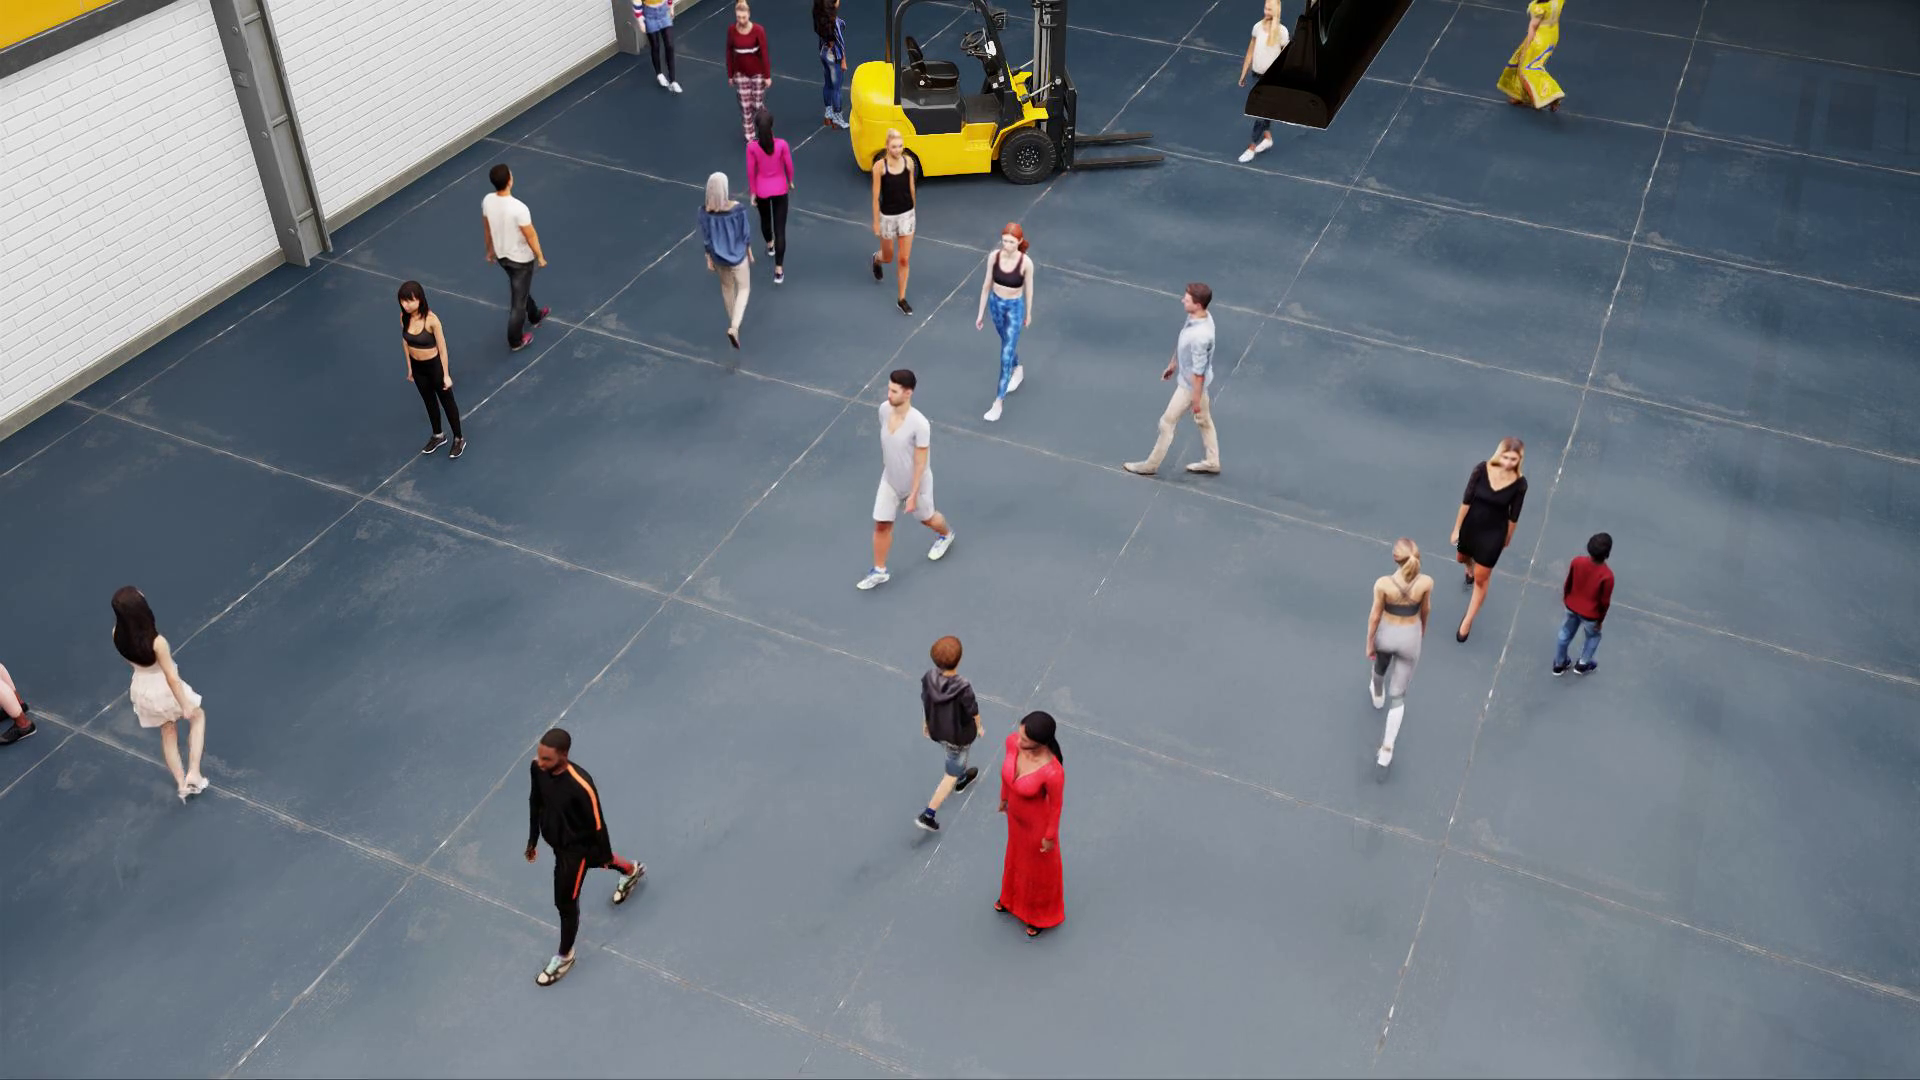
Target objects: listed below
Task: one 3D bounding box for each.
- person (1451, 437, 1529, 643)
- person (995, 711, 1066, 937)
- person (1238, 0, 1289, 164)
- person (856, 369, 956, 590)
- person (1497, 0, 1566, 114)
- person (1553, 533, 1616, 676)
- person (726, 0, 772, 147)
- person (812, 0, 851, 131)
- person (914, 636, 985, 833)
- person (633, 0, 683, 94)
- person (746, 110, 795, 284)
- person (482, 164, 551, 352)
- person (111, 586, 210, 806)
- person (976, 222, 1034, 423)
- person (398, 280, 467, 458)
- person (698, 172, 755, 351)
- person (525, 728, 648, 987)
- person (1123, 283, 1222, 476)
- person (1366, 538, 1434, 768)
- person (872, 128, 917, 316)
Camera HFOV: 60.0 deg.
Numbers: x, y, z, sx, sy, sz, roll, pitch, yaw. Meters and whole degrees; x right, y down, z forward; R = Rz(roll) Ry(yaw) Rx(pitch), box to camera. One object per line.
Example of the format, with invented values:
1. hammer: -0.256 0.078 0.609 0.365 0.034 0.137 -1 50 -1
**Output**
1. person: 3.842 -0.090 12.191 0.641 1.650 1.027 20 43 23
2. person: 0.439 1.660 9.897 0.724 1.789 0.716 -29 47 -31
3. person: 3.437 -5.127 18.389 1.005 1.786 0.815 -30 48 -32
4. person: -0.327 -0.495 12.566 0.907 1.815 1.274 28 46 31
5. person: 6.774 -5.709 19.248 1.263 1.633 1.172 -25 45 -28
6. person: 4.397 0.495 11.782 0.663 1.247 0.616 -28 46 -30
7. person: -2.349 -5.255 18.630 0.809 1.686 0.901 4 39 6
8. person: -1.454 -5.495 18.993 0.718 1.606 0.696 -22 44 -25
9. person: -0.095 1.261 10.682 0.661 1.423 0.998 26 46 29
10. person: -3.640 -6.256 19.812 0.983 1.775 1.021 -18 42 -22
11. person: -1.842 -3.329 16.249 0.915 1.659 1.186 0 39 0
12. person: -4.128 -2.540 15.161 0.704 1.783 0.936 19 42 22
13. person: -5.187 1.069 10.682 0.619 1.723 0.634 9 39 11
14. person: 0.434 -1.973 14.489 0.605 1.735 1.158 18 42 21
15. person: -4.424 -1.444 13.891 0.582 1.644 0.528 11 40 13
16. person: -2.123 -2.534 15.235 0.810 1.681 1.049 3 39 4
17. person: -2.227 1.719 9.833 0.822 1.767 1.282 26 45 29
18. person: 1.989 -1.258 13.521 0.898 1.816 1.055 8 39 9
19. person: 2.924 0.758 11.121 0.761 1.661 1.217 8 39 10
20. person: -0.643 -3.102 15.822 1.022 1.826 1.046 -16 41 -19
